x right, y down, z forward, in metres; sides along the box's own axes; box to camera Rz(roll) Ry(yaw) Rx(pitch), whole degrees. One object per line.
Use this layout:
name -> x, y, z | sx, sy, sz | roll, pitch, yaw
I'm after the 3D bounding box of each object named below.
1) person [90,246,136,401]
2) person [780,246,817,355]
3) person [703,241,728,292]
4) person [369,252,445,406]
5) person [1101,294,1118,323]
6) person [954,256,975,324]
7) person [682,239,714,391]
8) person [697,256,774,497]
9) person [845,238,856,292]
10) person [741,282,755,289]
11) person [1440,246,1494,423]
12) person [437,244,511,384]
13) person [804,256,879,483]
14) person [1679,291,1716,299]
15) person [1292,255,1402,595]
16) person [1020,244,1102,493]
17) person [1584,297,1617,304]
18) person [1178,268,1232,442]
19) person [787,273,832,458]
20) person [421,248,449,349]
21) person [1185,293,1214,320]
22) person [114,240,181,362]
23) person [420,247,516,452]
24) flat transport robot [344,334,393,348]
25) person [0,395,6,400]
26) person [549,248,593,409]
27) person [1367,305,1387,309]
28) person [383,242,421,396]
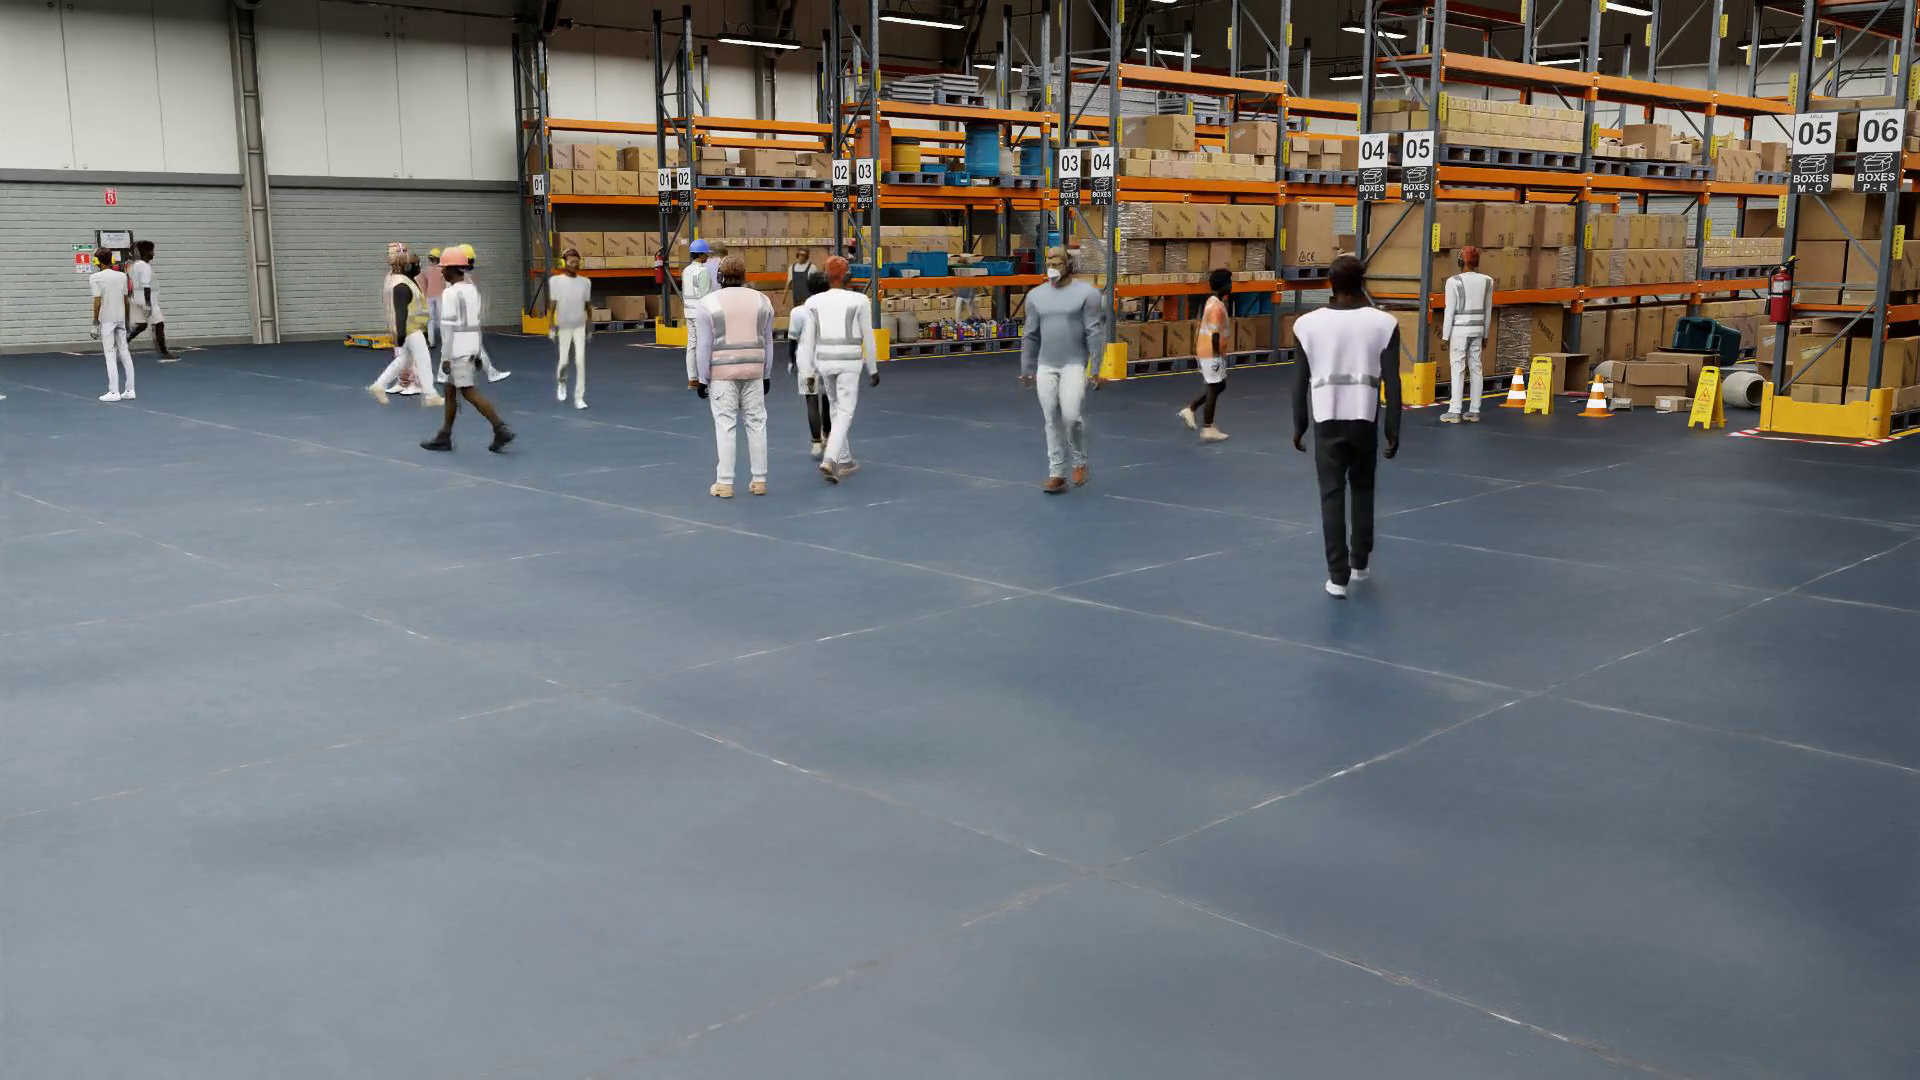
person -> -10.364, -2.638, 20.300 | 0.326, 1.865, 0.519 | 5, 12, 27
person -> -2.702, -3.996, 27.818 | 0.601, 1.822, 0.536 | 5, 12, 27
person -> -3.568, -3.499, 24.866 | 0.646, 1.913, 0.779 | 2, 11, 12
person -> -6.558, -2.486, 19.639 | 0.887, 1.815, 0.633 | -2, 11, -13
person -> 3.179, -5.232, 35.114 | 0.373, 1.622, 0.506 | -7, 13, -34
person -> 0.123, -4.660, 32.044 | 0.496, 1.602, 0.788 | 5, 12, 27
person -> -3.379, -2.917, 21.588 | 0.387, 1.948, 0.602 | -8, 13, -37
person -> -1.742, -1.262, 12.851 | 0.621, 1.845, 0.430 | -5, 12, -27
person -> -2.308, -5.444, 35.392 | 0.361, 1.939, 0.543 | -4, 11, -20
person -> -4.580, -5.374, 35.426 | 0.921, 1.792, 0.606 | -8, 13, -38
person -> 5.441, -2.209, 17.907 | 0.573, 1.883, 0.356 | -3, 11, -17
person -> -6.623, -3.027, 22.381 | 0.997, 1.871, 0.606 | -6, 12, -28
person -> -1.012, -1.412, 13.684 | 0.574, 1.846, 0.943 | 4, 11, 20
person -> 13.935, -4.699, 31.339 | 1.043, 1.948, 0.632 | -5, 12, -26
person -> 2.185, -0.663, 9.474 | 0.603, 1.881, 0.766 | 2, 11, 9
person -> 0.772, -1.325, 12.960 | 0.662, 1.927, 0.436 | 5, 12, 27
person -> 11.899, -4.585, 31.087 | 0.765, 1.816, 0.656 | -4, 11, -19
person -> 2.433, -1.816, 16.295 | 0.434, 1.686, 0.537 | 1, 10, 8
person -> -1.321, -1.613, 15.273 | 0.538, 1.656, 0.848 | -3, 11, -15
person -> -9.290, -4.284, 29.534 | 0.526, 1.768, 0.330 | 2, 11, 12
person -> 4.595, -4.778, 31.601 | 0.685, 2.000, 0.535 | 5, 12, 27
person -> -12.958, -3.779, 26.337 | 0.888, 1.941, 0.609 | -10, 14, -43
person -> -4.598, -1.769, 15.472 | 0.941, 1.903, 0.553 | 1, 10, 7
flat transport robot -> -10.478, -3.596, 29.983 | 0.652, 0.197, 1.431 | -10, 14, -44
person -> -11.923, -2.569, 20.283 | 0.505, 1.728, 0.387 | 9, 14, 41
person -> -4.562, -2.478, 19.452 | 0.539, 1.856, 0.579 | -5, 11, -25
person -> 6.232, -3.530, 25.332 | 0.893, 1.786, 0.605 | -7, 13, -34
person -> -7.069, -2.794, 21.027 | 0.643, 1.909, 0.410 | 10, 14, 43
